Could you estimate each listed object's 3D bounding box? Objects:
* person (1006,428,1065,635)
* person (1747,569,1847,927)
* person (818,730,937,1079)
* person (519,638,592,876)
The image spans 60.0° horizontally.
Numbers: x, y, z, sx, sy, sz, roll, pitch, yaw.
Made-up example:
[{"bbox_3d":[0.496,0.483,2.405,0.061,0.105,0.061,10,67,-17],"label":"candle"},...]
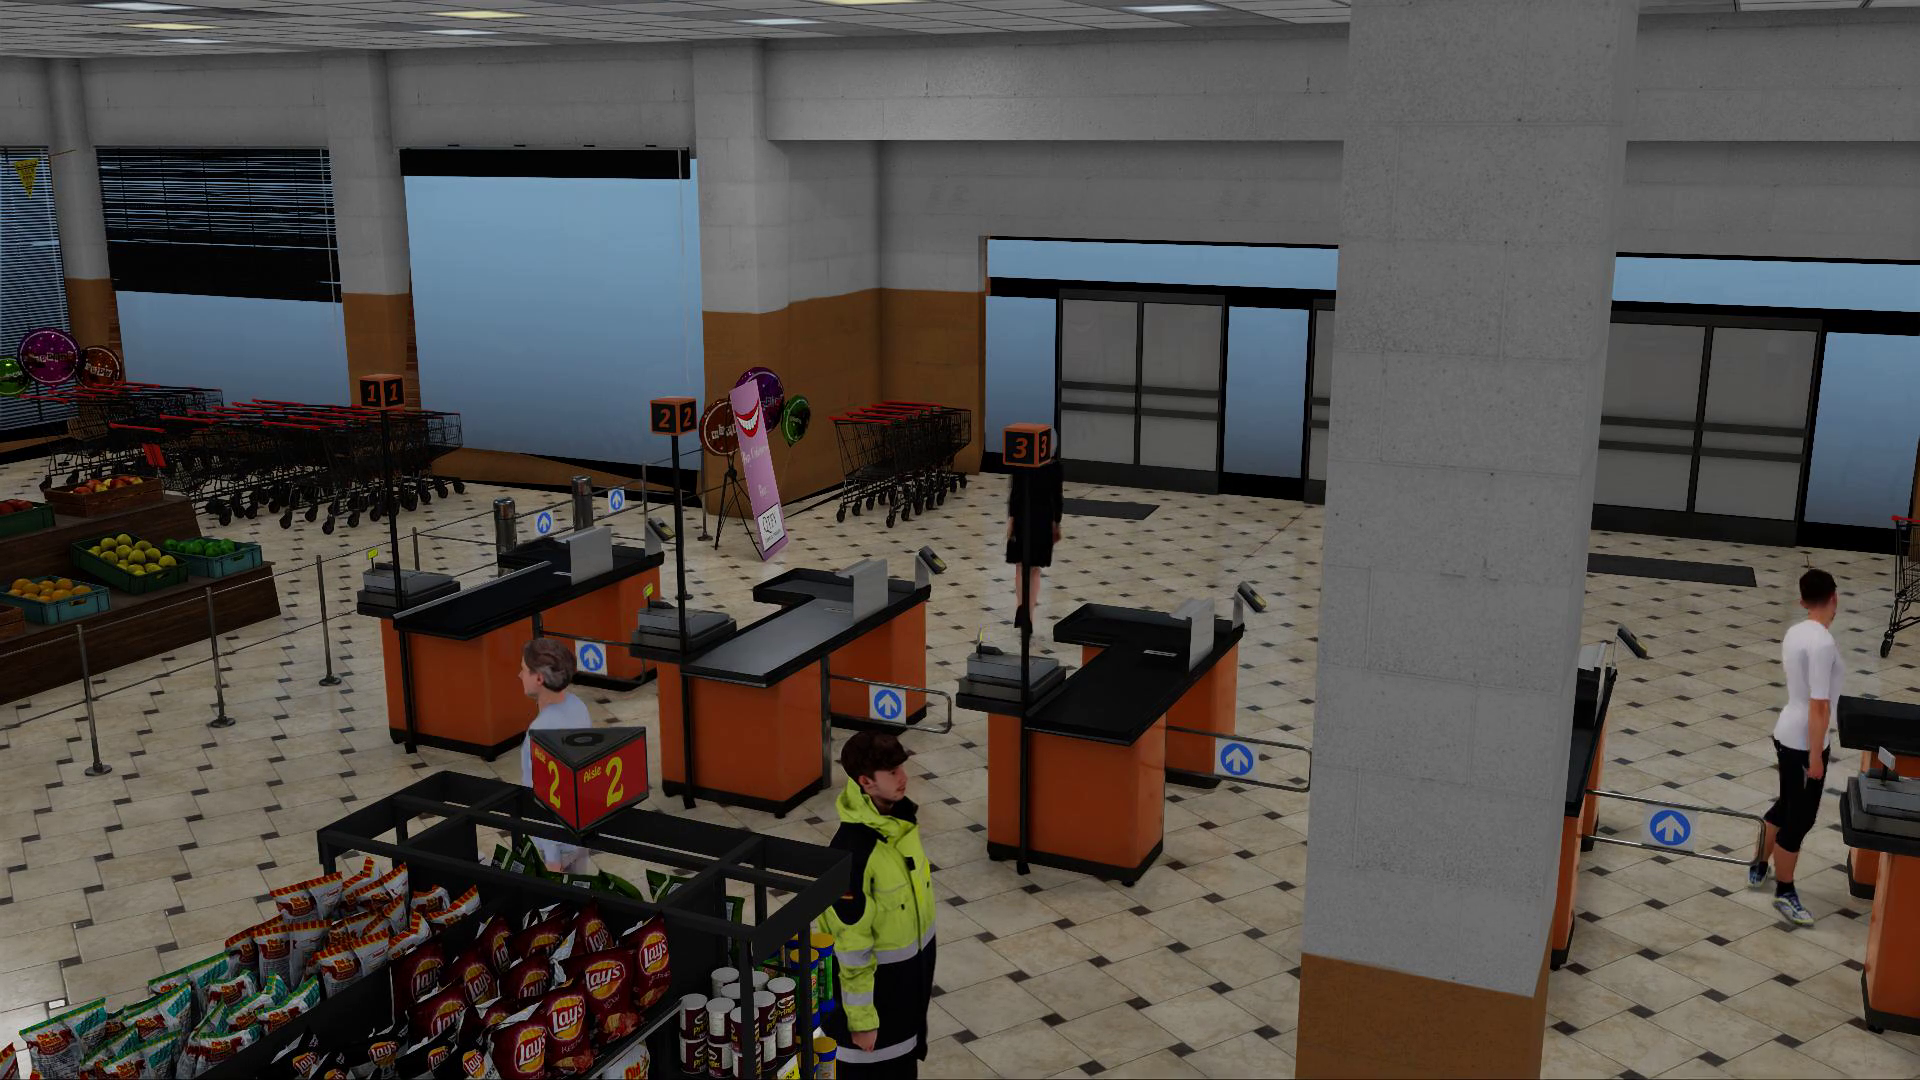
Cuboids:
[{"bbox_3d":[0.606,-0.054,13.687,0.749,1.714,0.810,-1,14,-2],"label":"person"},{"bbox_3d":[4.431,1.085,8.763,0.925,1.821,0.553,7,15,28],"label":"person"},{"bbox_3d":[-0.308,1.632,6.166,0.858,1.982,0.615,4,14,18],"label":"person"},{"bbox_3d":[-1.733,1.356,7.524,0.808,1.878,0.720,2,14,9],"label":"person"}]
